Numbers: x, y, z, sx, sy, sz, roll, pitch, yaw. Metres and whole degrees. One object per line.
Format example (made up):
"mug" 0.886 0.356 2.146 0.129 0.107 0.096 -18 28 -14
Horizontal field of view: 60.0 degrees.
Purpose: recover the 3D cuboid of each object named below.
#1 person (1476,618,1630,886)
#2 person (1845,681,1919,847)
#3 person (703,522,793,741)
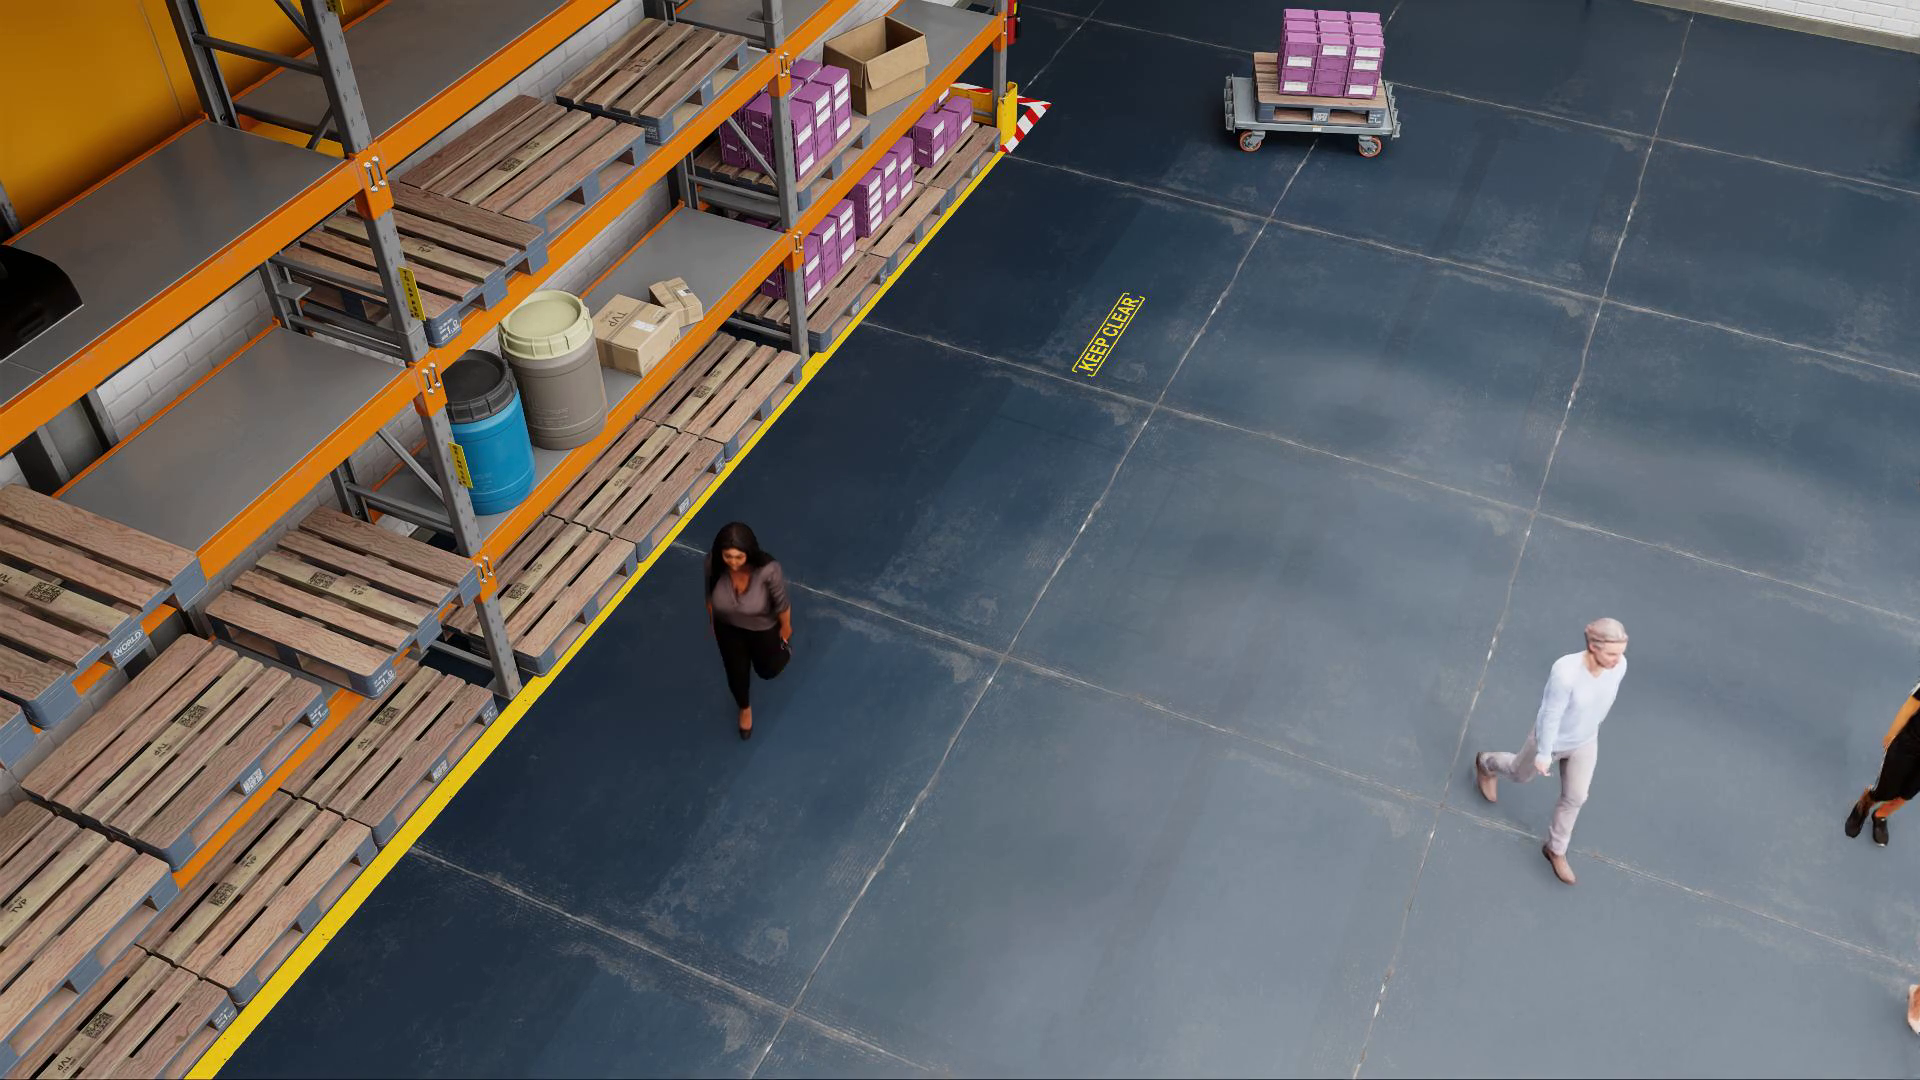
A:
"person" 3.454 1.099 9.704 1.127 1.860 1.269 -9 44 -9
"person" 5.682 1.154 9.795 0.623 1.656 0.604 11 45 11
"person" -1.302 0.480 10.388 0.840 1.813 0.997 8 44 8
